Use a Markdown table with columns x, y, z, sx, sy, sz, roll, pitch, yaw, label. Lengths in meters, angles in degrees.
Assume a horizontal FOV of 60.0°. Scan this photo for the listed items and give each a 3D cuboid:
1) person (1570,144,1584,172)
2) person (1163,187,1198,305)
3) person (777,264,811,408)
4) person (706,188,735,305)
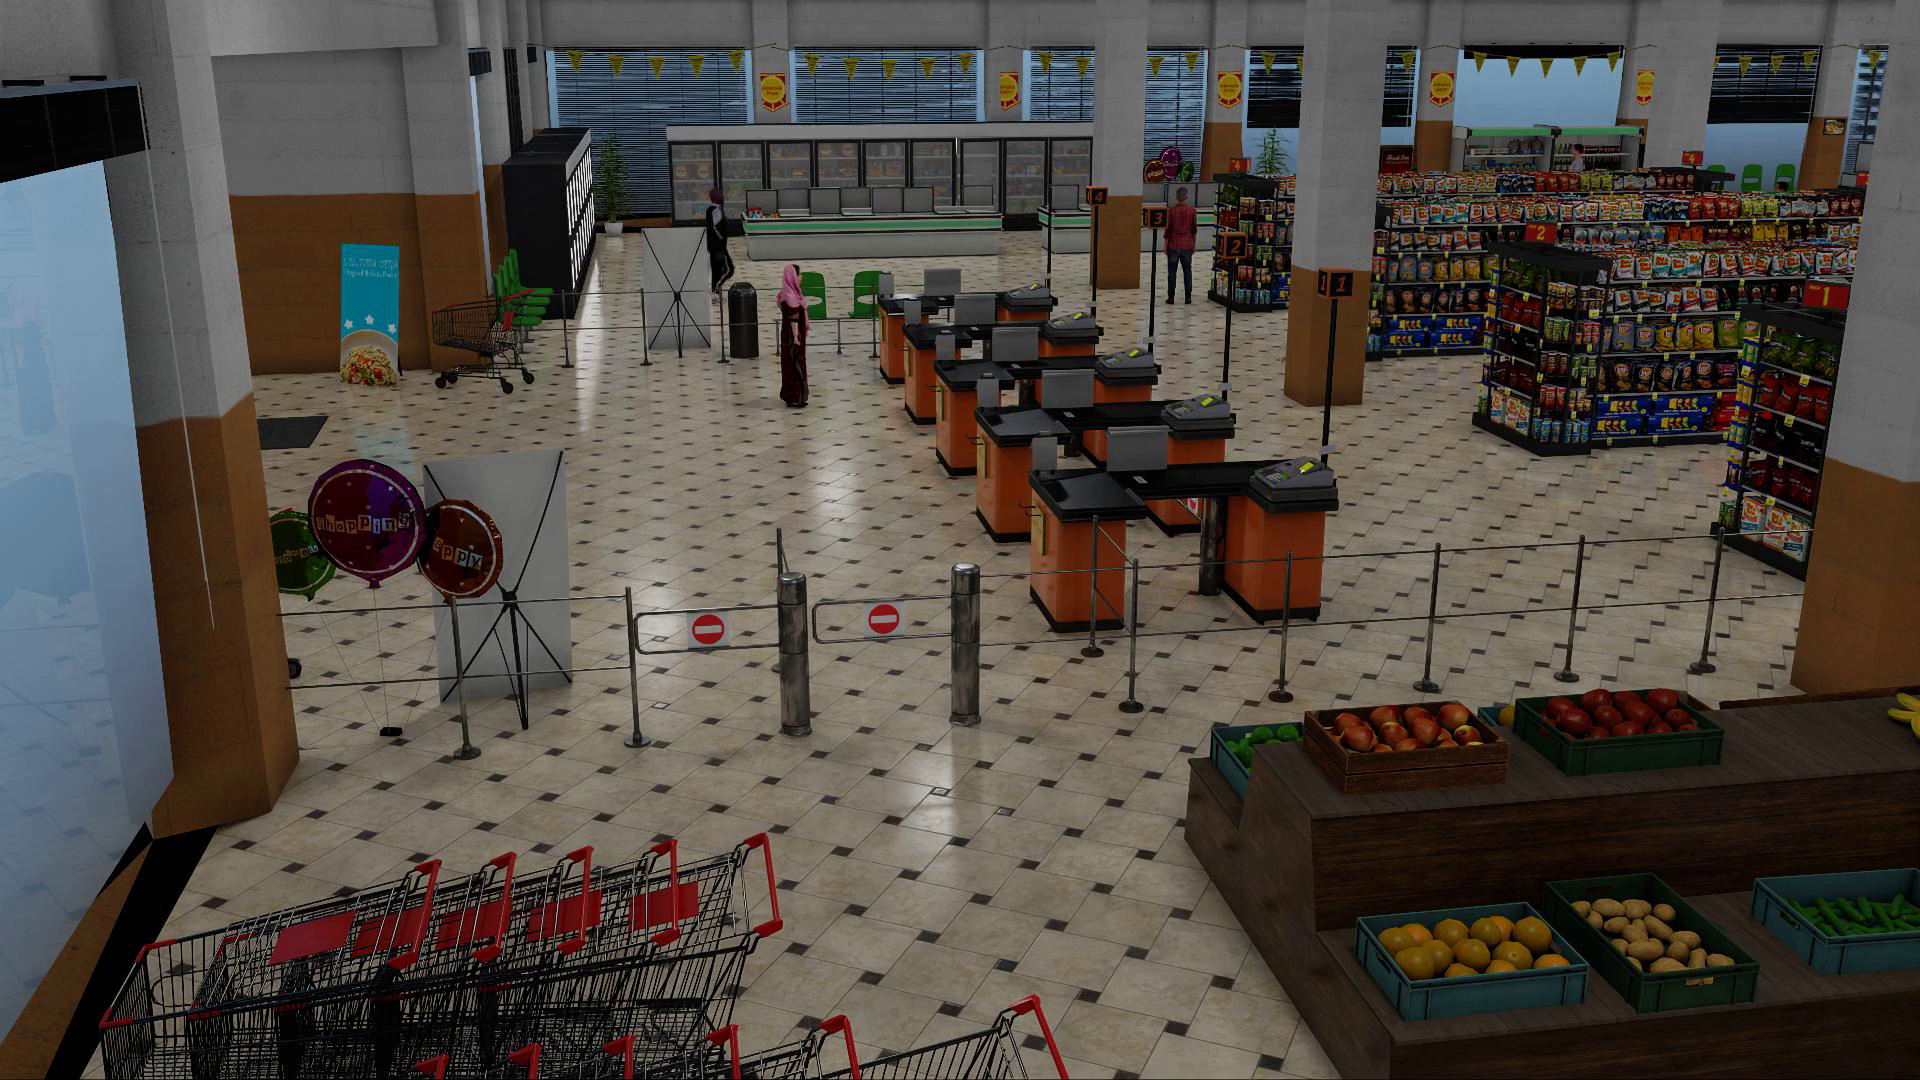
| x | y | z | sx | sy | sz | roll | pitch | yaw | label |
| --- | --- | --- | --- | --- | --- | --- | --- | --- | --- |
| 13.412 | -7.682 | 36.261 | 0.722 | 1.862 | 0.744 | 5 | 18 | 17 | person |
| 3.494 | -4.678 | 26.426 | 0.517 | 1.830 | 0.776 | -1 | 17 | -3 | person |
| -1.918 | -2.358 | 19.111 | 0.591 | 1.639 | 0.655 | -2 | 17 | -7 | person |
| -3.925 | -4.634 | 26.302 | 0.745 | 1.816 | 0.740 | -7 | 18 | -23 | person |
